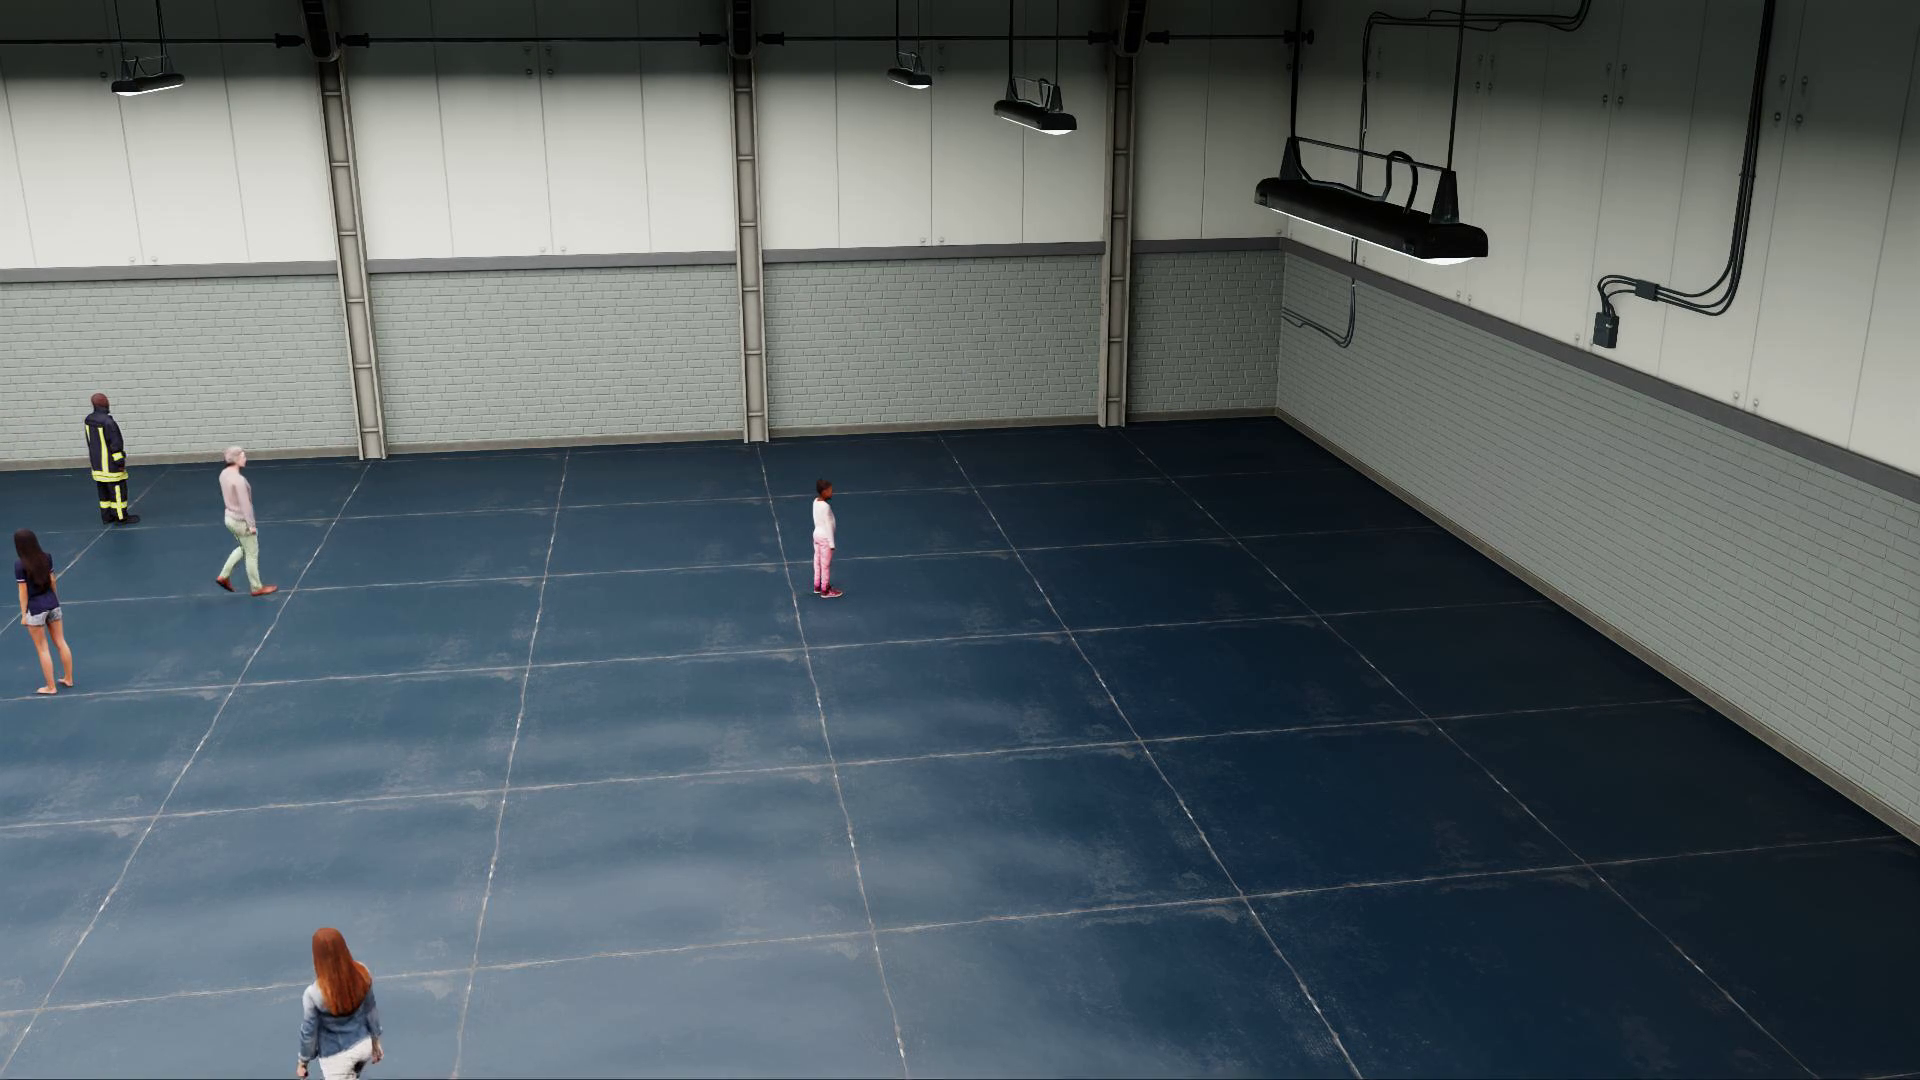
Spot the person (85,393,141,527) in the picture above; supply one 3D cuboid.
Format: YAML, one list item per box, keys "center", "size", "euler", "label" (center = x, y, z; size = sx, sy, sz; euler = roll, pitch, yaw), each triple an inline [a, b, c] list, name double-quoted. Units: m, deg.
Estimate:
- center: [-11.630, -1.119, 22.692]
  size: [0.838, 1.821, 0.918]
  euler: [10, 21, 28]
  label: "person"

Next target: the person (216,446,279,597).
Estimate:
- center: [-8.632, -0.191, 19.777]
  size: [0.959, 1.862, 1.048]
  euler: [17, 25, 42]
  label: "person"

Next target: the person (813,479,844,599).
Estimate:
- center: [-1.640, -0.042, 19.976]
  size: [0.591, 1.455, 0.606]
  euler: [-10, 20, -27]
  label: "person"

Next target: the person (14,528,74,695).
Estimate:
- center: [-9.448, 0.725, 17.119]
  size: [0.702, 1.766, 0.663]
  euler: [9, 20, 26]
  label: "person"

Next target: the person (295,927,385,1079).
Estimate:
- center: [-3.600, 3.123, 9.923]
  size: [1.153, 1.662, 1.054]
  euler: [10, 21, 29]
  label: "person"
